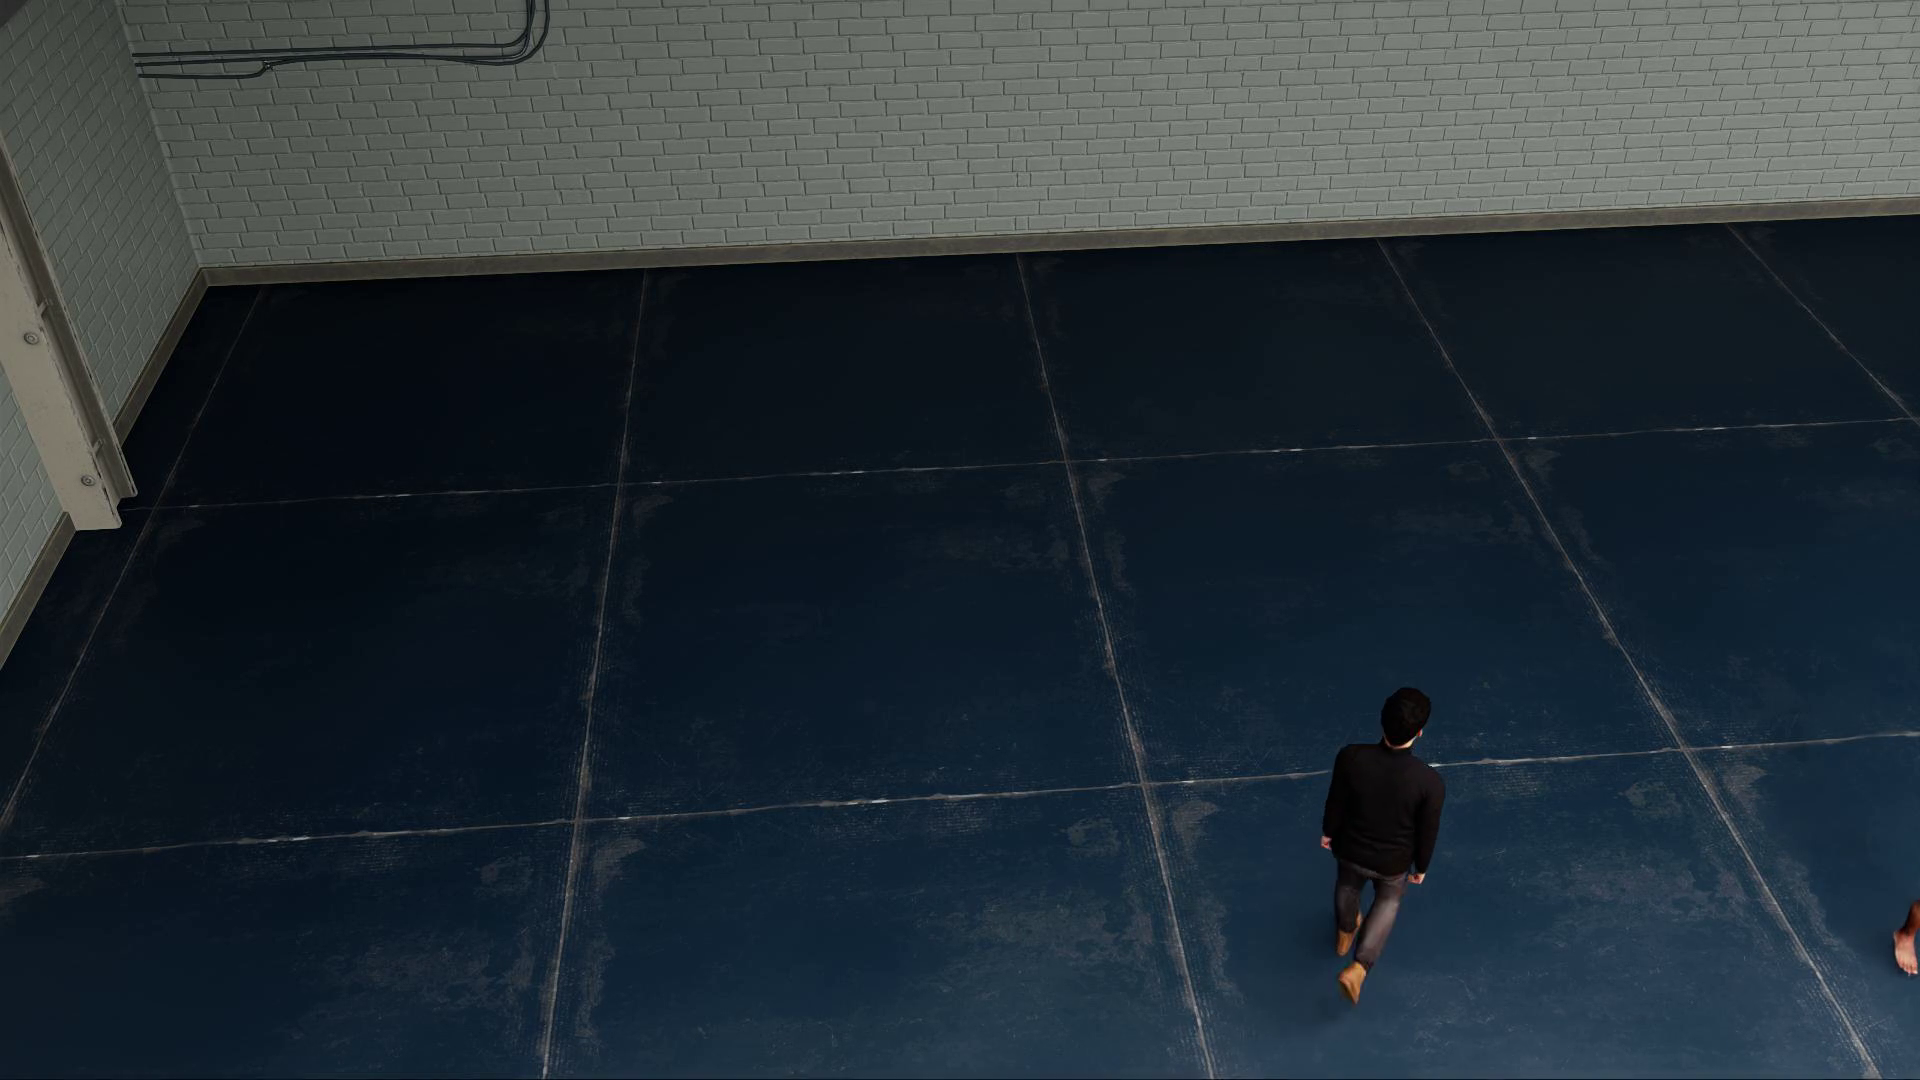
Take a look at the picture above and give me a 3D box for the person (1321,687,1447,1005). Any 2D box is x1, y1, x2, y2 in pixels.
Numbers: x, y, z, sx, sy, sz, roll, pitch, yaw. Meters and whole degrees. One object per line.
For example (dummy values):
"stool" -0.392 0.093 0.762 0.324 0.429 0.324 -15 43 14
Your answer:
"person" 1.838 1.383 7.427 0.913 1.709 1.026 17 41 21
